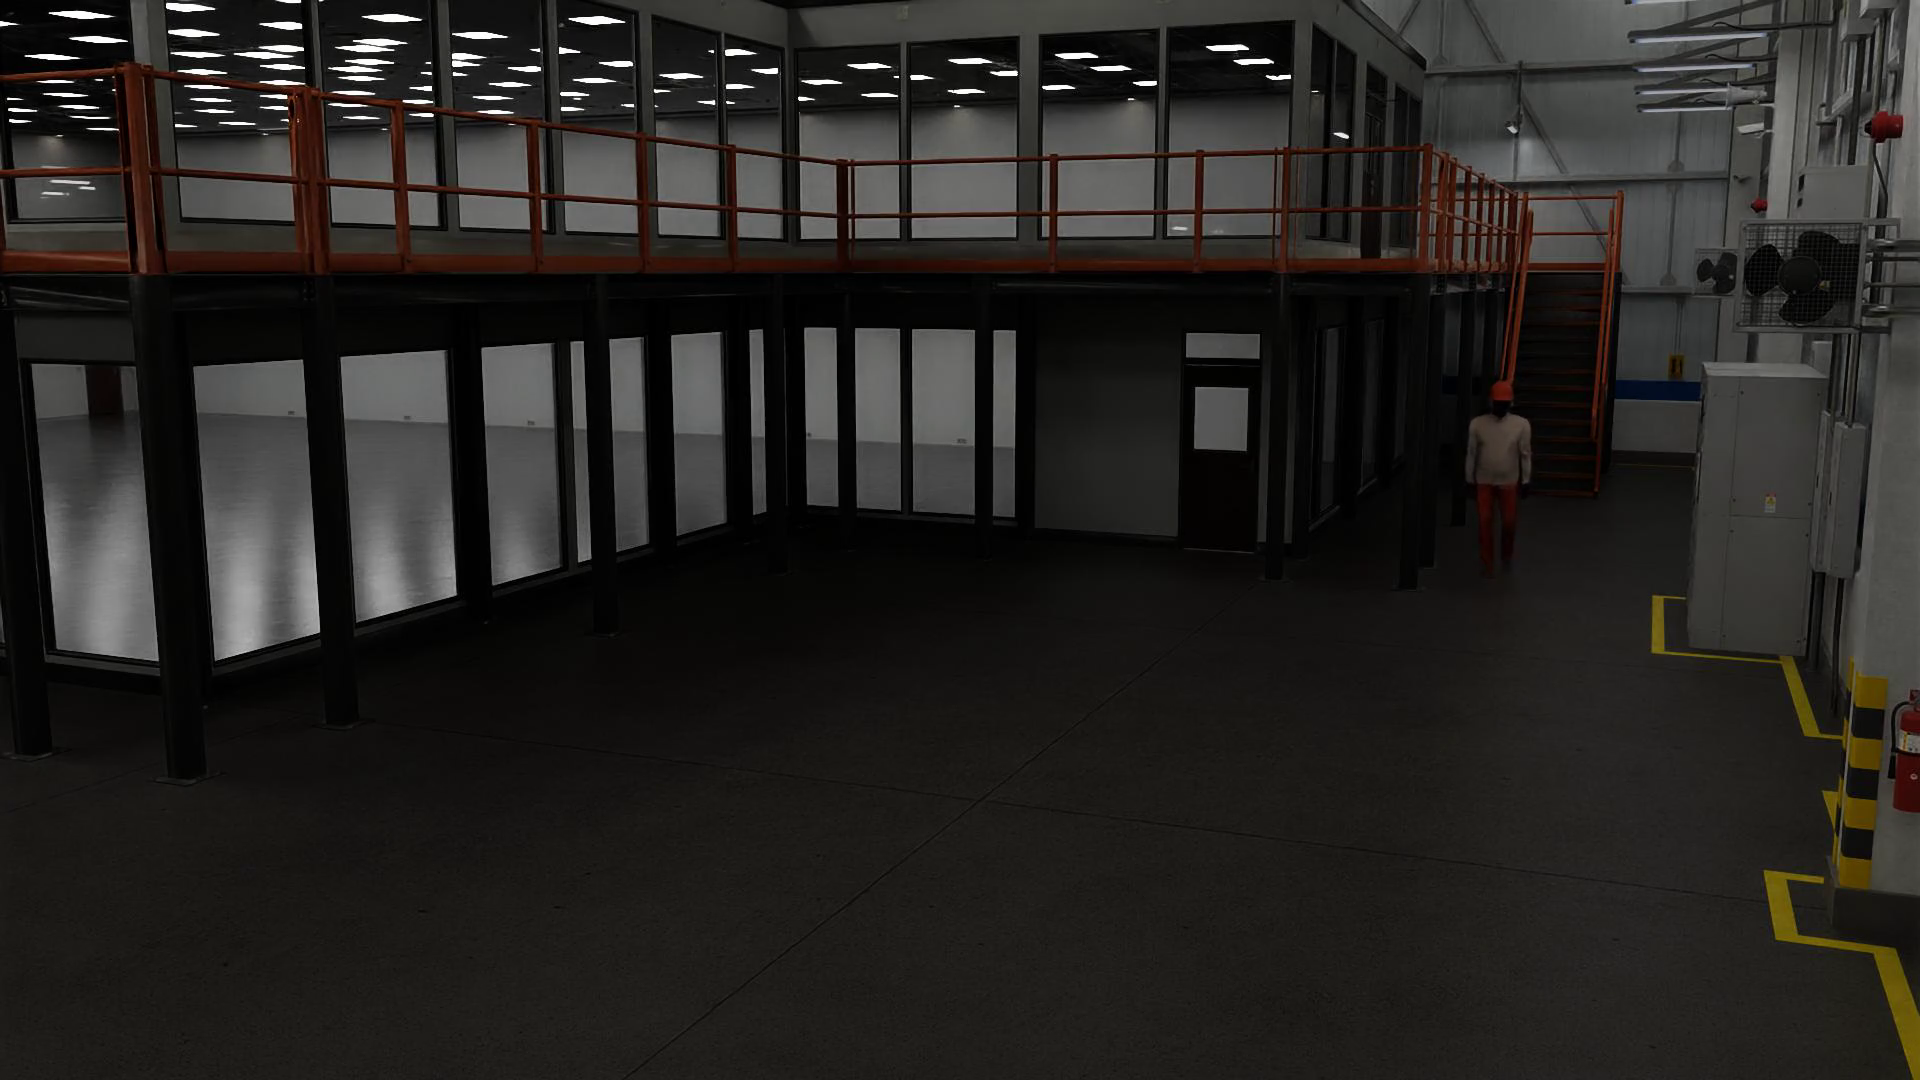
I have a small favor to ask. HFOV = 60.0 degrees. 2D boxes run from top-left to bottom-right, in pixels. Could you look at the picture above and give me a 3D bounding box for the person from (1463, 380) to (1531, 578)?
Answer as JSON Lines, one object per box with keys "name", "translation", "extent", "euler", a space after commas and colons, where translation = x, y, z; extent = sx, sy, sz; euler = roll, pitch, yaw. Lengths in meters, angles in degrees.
{"name": "person", "translation": [5.316, -0.594, 16.494], "extent": [0.633, 1.977, 0.426], "euler": [3, 10, 20]}
